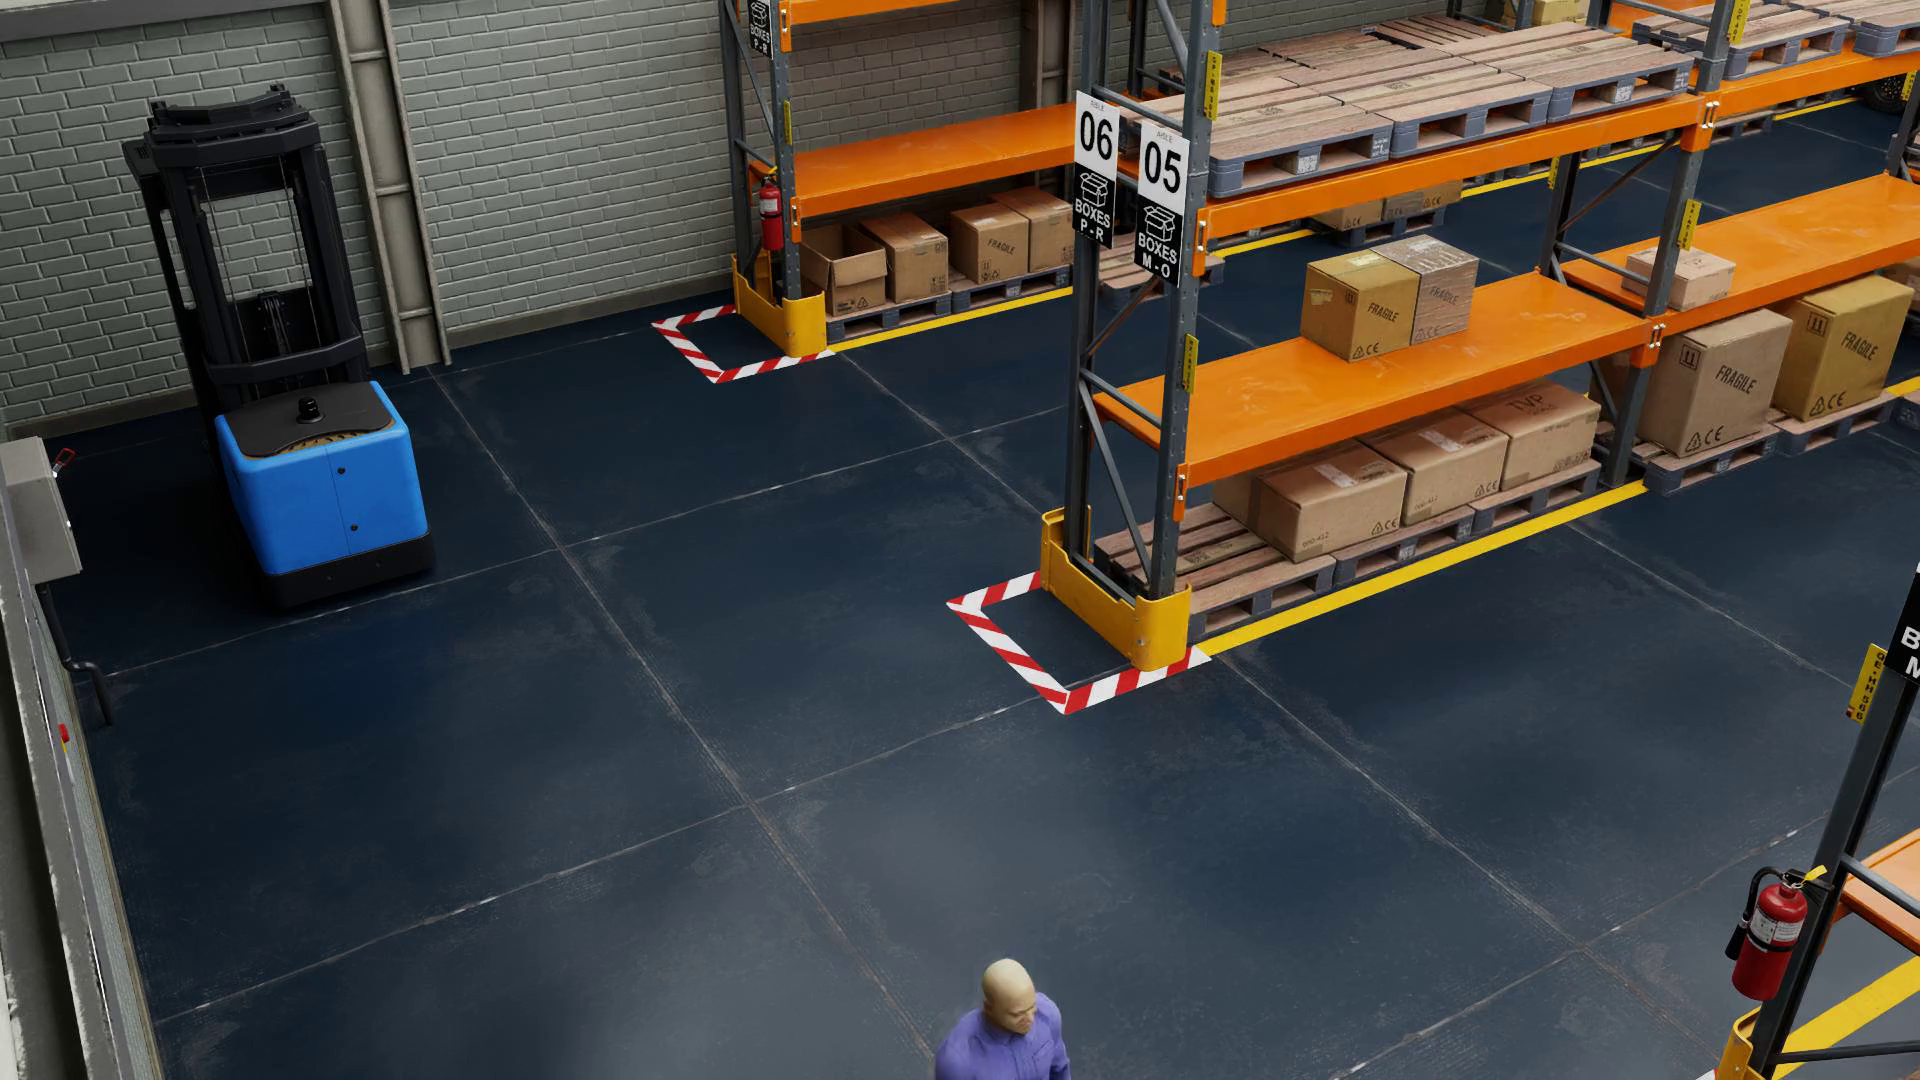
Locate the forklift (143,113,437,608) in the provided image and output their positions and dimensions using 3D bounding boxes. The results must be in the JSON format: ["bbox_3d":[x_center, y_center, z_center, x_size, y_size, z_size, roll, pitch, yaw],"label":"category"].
[{"bbox_3d":[-4.289,-1.259,10.509,1.129,2.768,1.873,-17,36,-26],"label":"forklift"}]

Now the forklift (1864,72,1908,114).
[{"bbox_3d":[11.468,-5.645,18.244,1.214,2.155,2.313,-17,36,-26],"label":"forklift"}]

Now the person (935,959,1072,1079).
[{"bbox_3d":[0.128,2.140,6.044,0.609,1.778,0.707,-20,37,-28],"label":"person"}]
